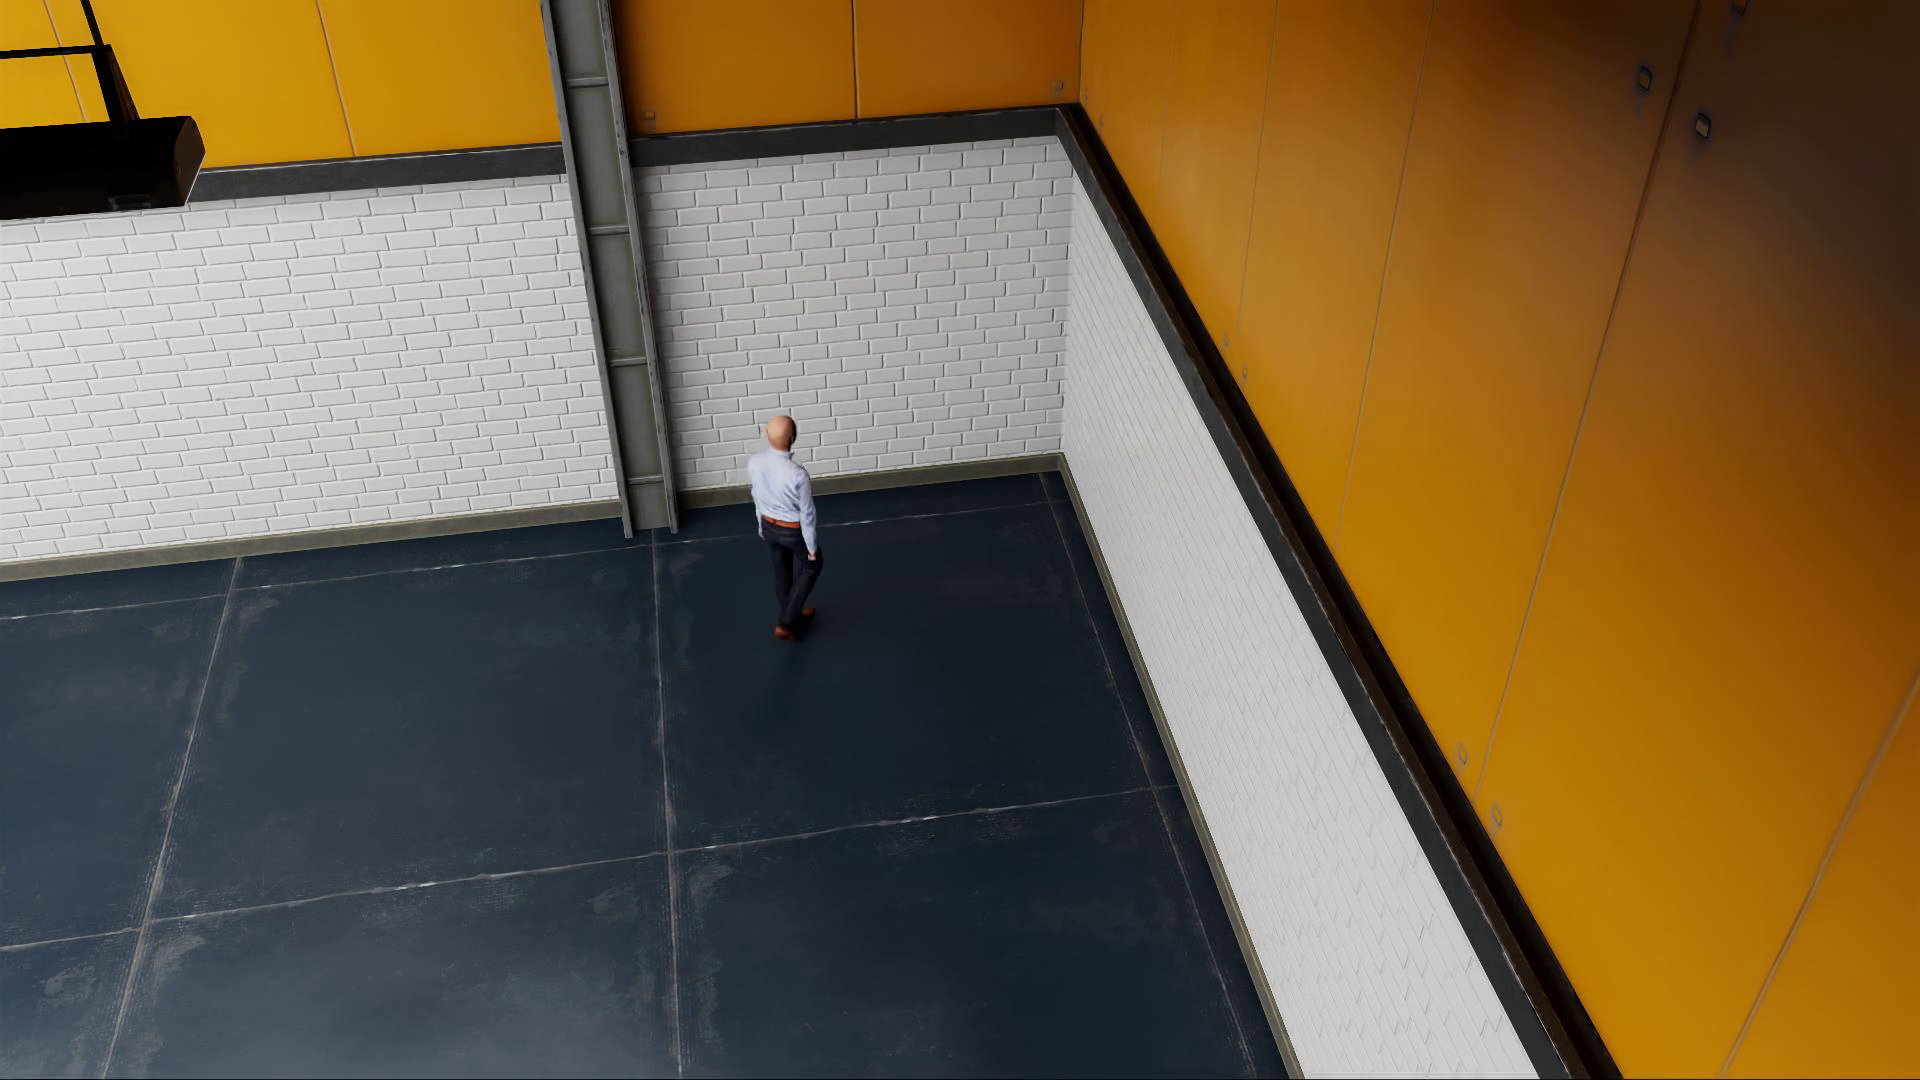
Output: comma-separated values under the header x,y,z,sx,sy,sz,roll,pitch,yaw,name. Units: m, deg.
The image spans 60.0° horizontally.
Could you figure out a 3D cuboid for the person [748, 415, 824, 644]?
x,y,z,sx,sy,sz,roll,pitch,yaw,name
-1.166,0.000,10.914,0.889,1.783,0.936,18,42,21,person
